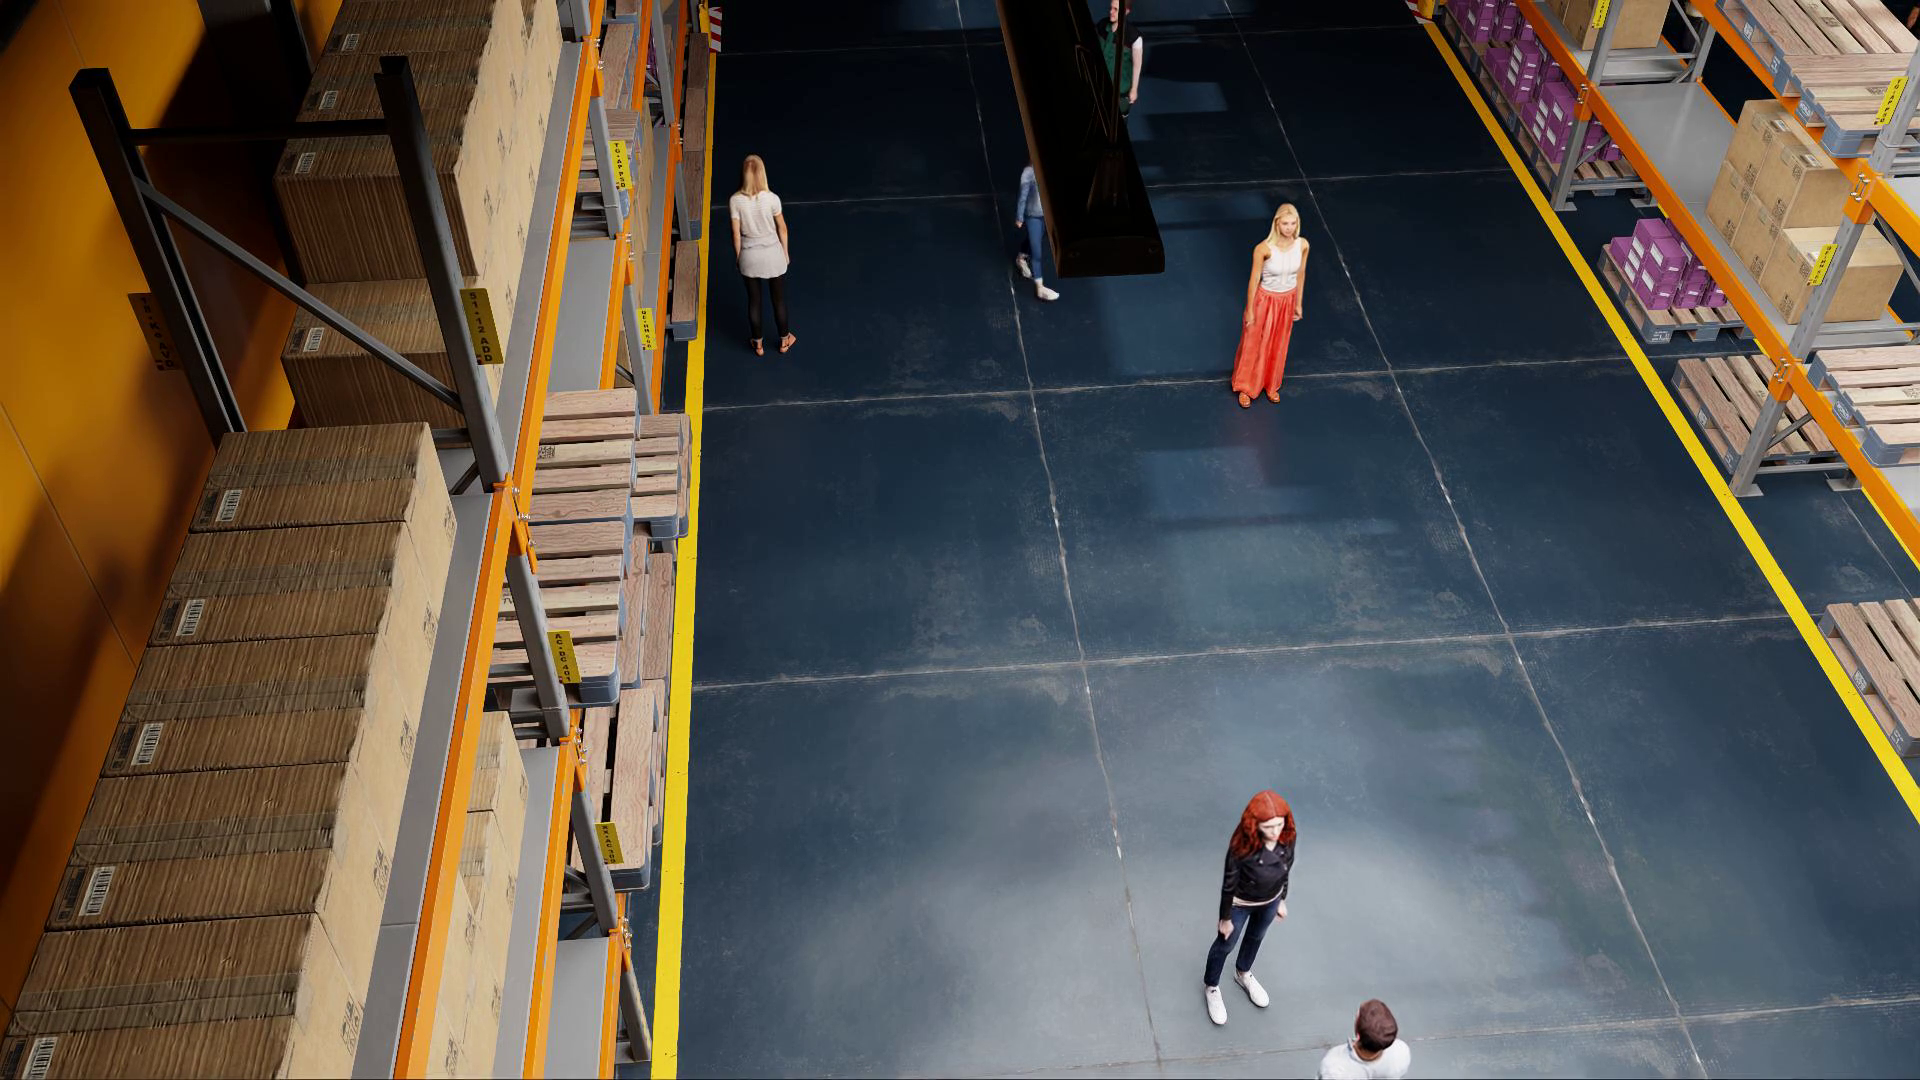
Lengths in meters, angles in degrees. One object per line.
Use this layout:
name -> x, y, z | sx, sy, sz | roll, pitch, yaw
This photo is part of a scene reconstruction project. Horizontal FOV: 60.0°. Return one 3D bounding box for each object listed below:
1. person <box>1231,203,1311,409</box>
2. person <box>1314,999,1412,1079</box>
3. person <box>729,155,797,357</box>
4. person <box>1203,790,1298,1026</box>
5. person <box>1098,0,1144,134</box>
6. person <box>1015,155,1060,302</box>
person -> 2.431, -1.829, 12.926 | 0.670, 1.802, 0.623 | -10, 44, -10
person -> 1.877, 2.783, 8.052 | 0.697, 1.847, 0.630 | -13, 45, -13
person -> -1.592, -2.268, 13.368 | 0.580, 1.827, 0.508 | -3, 44, -3
person -> 1.565, 1.956, 8.963 | 0.631, 1.787, 0.632 | -16, 46, -16
person -> 1.425, -4.210, 15.395 | 0.726, 1.842, 0.797 | 33, 53, 30
person -> 0.640, -2.829, 14.239 | 0.898, 1.439, 1.035 | -25, 49, -24
